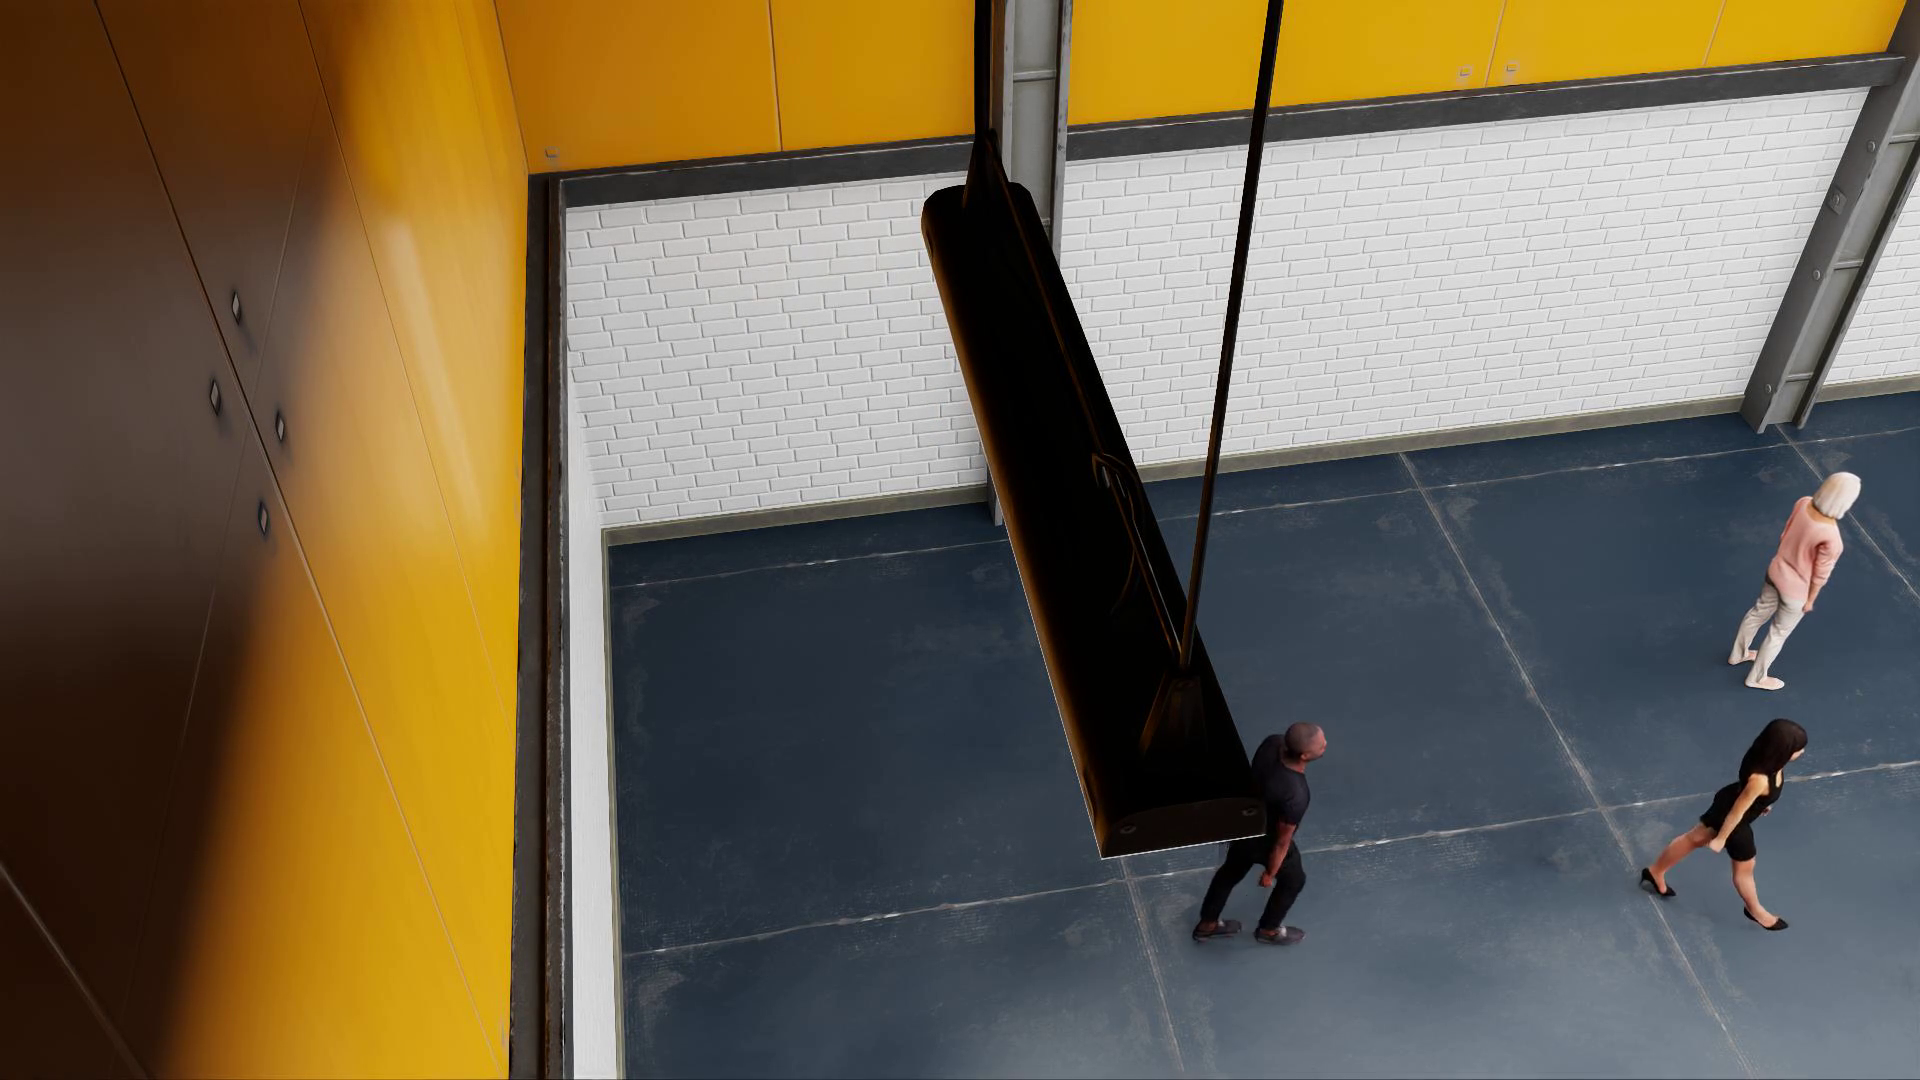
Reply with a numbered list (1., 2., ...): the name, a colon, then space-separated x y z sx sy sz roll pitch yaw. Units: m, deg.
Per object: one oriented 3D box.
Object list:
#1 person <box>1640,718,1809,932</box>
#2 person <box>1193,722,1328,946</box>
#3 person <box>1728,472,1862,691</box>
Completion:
1. person: 4.191 1.518 9.218 1.113 1.609 0.972 19 47 19
2. person: 1.576 1.623 8.984 0.848 1.781 0.678 -9 44 -9
3. person: 5.254 0.238 10.478 0.511 1.725 0.595 -6 44 -6
